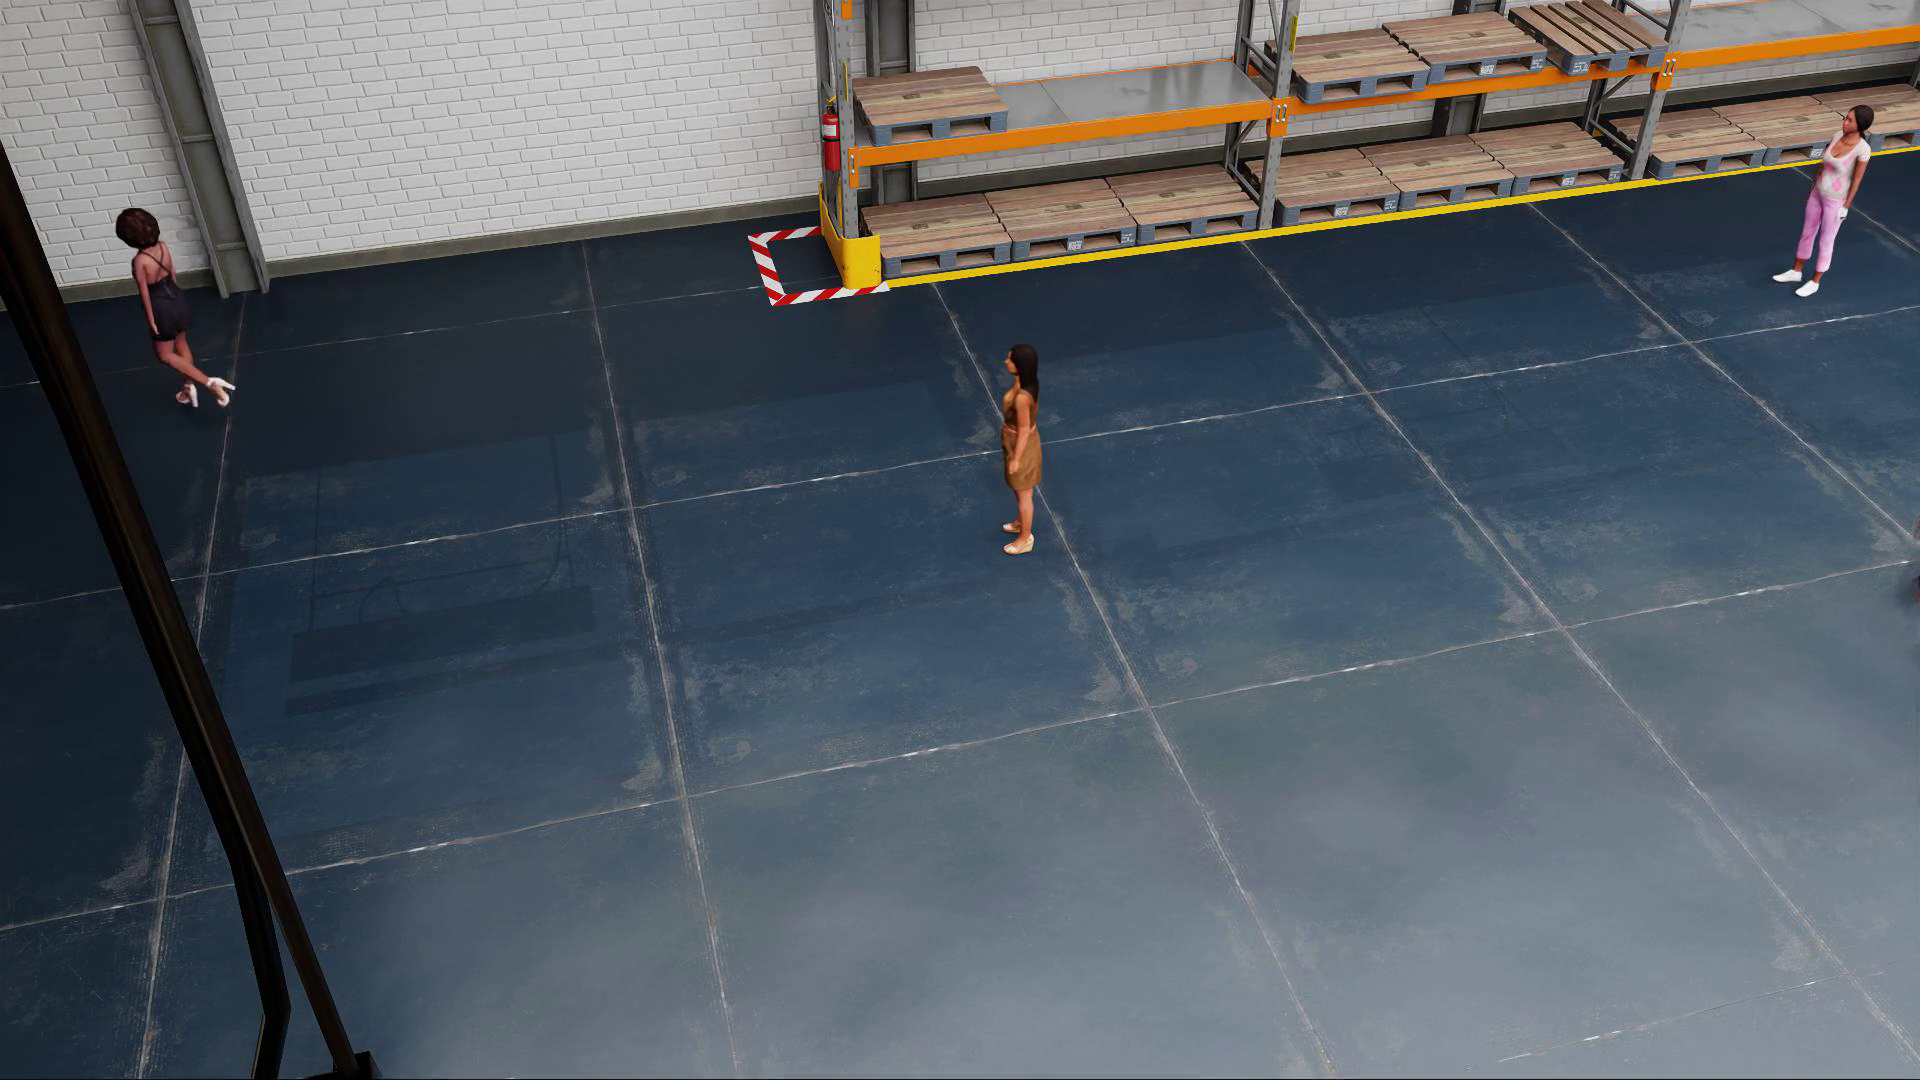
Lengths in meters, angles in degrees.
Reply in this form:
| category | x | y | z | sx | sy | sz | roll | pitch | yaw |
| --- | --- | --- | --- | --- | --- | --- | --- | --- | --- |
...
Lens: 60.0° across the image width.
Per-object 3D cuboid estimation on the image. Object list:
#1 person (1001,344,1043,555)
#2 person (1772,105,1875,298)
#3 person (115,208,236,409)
| category | x | y | z | sx | sy | sz | roll | pitch | yaw |
| --- | --- | --- | --- | --- | --- | --- | --- | --- | --- |
| person | 0.426 | -0.638 | 11.559 | 0.597 | 1.690 | 0.620 | 1 | 39 | 1 |
| person | 7.538 | -2.944 | 14.405 | 0.527 | 1.741 | 0.598 | -13 | 40 | -15 |
| person | -6.070 | -1.735 | 12.864 | 0.982 | 1.774 | 0.841 | 10 | 40 | 12 |
